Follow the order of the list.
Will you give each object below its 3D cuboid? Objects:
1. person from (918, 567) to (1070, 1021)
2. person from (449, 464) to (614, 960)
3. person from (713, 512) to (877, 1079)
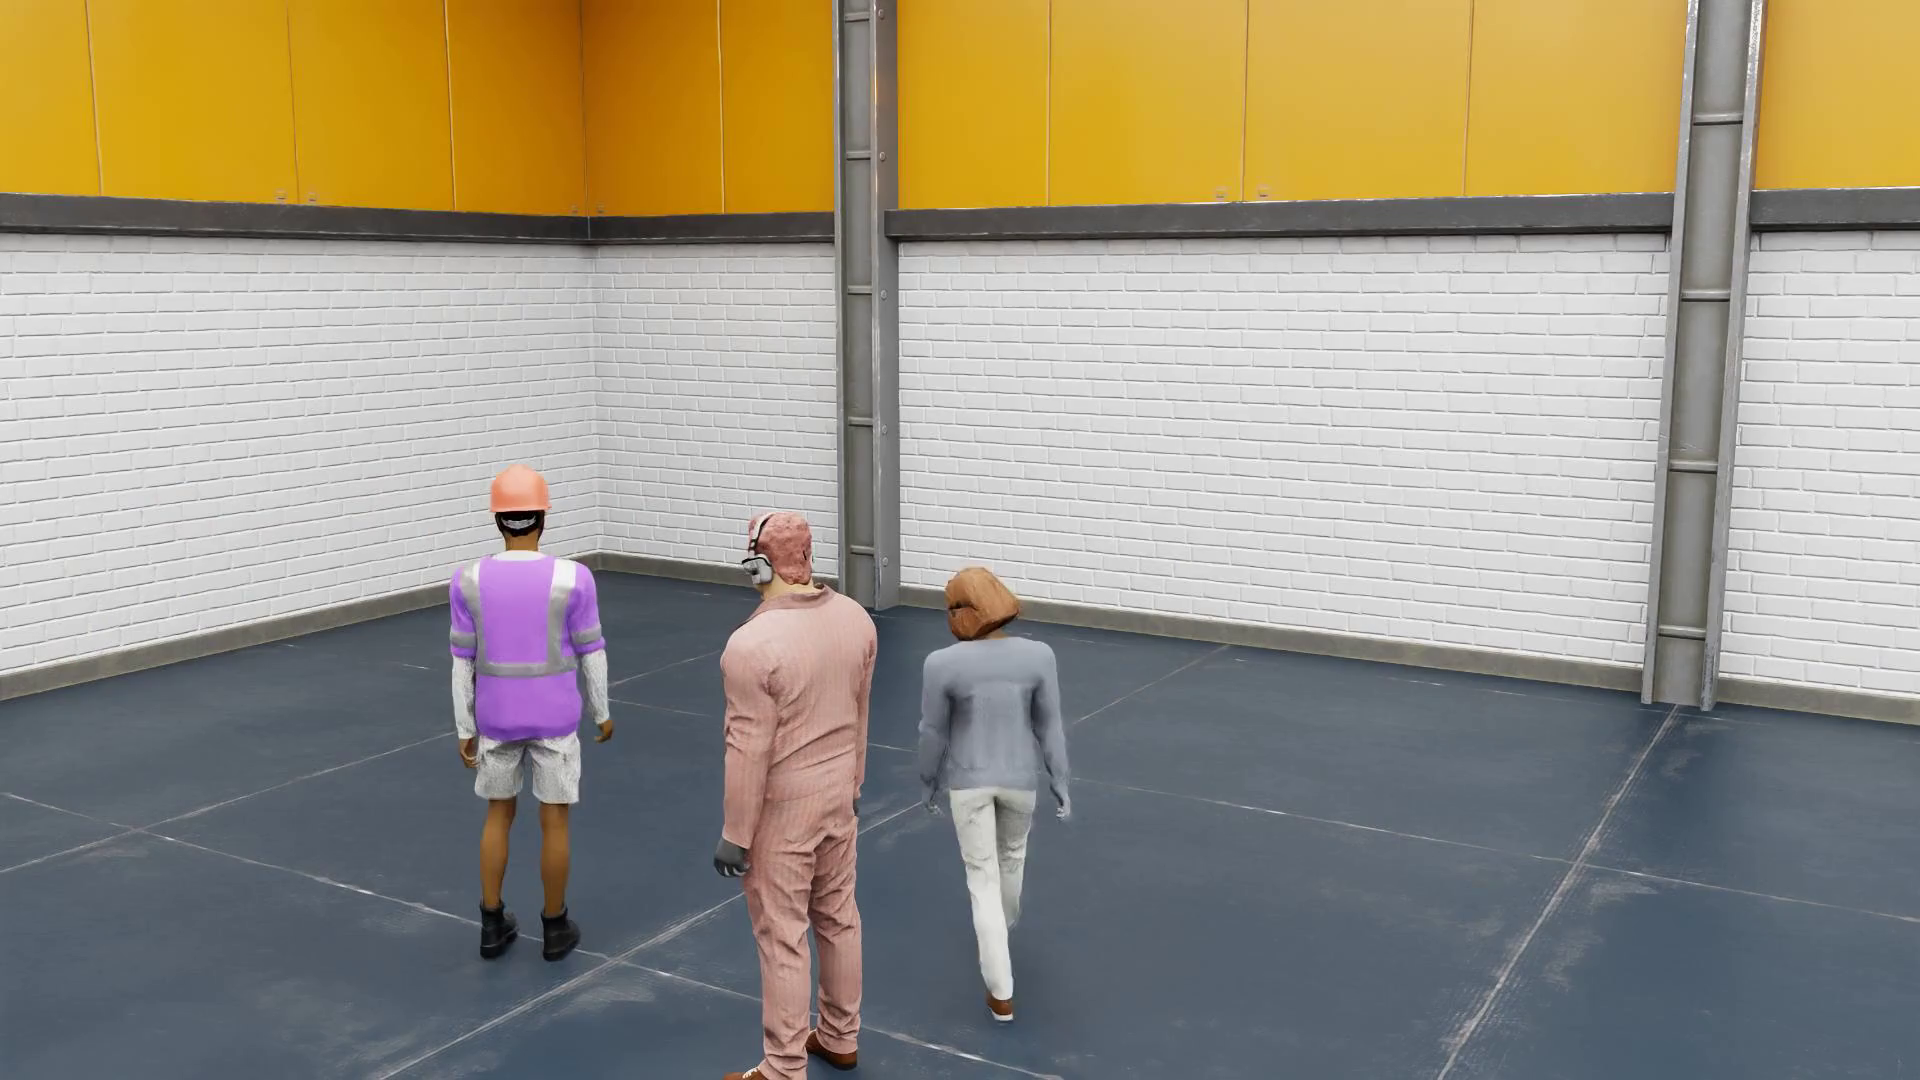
[{"bbox_3d":[0.101,0.879,6.124,0.534,1.585,0.840,-2,9,-12],"label":"person"},{"bbox_3d":[-1.634,0.671,6.382,0.565,1.932,0.427,0,9,0],"label":"person"},{"bbox_3d":[-0.553,0.851,5.351,0.407,1.902,0.639,6,11,35],"label":"person"}]
